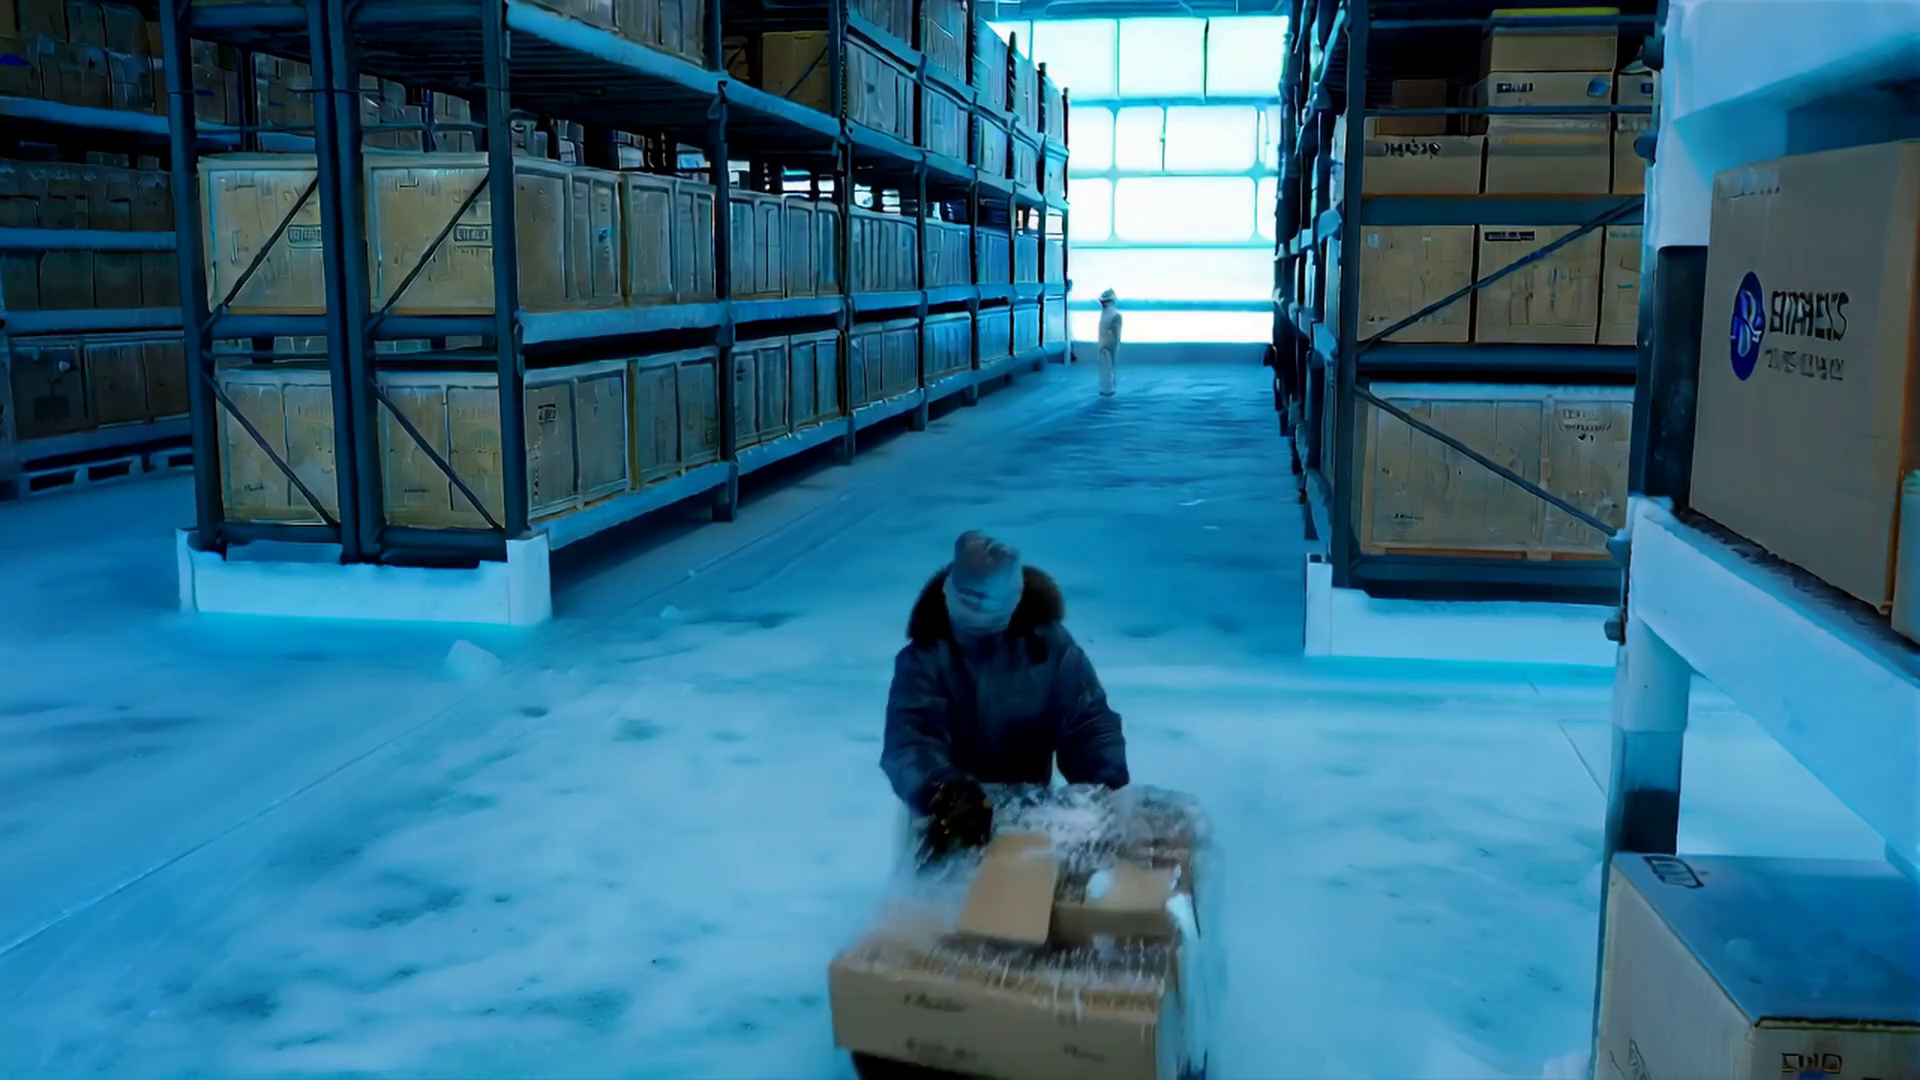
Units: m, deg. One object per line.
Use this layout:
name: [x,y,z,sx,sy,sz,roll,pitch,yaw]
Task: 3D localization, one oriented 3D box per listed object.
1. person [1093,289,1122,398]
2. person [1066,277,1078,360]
person: [2.387,-3.157,26.792,0.294,1.744,0.484,-7,12,-38]
person: [2.393,-5.055,38.038,0.719,1.908,0.569,1,9,9]
